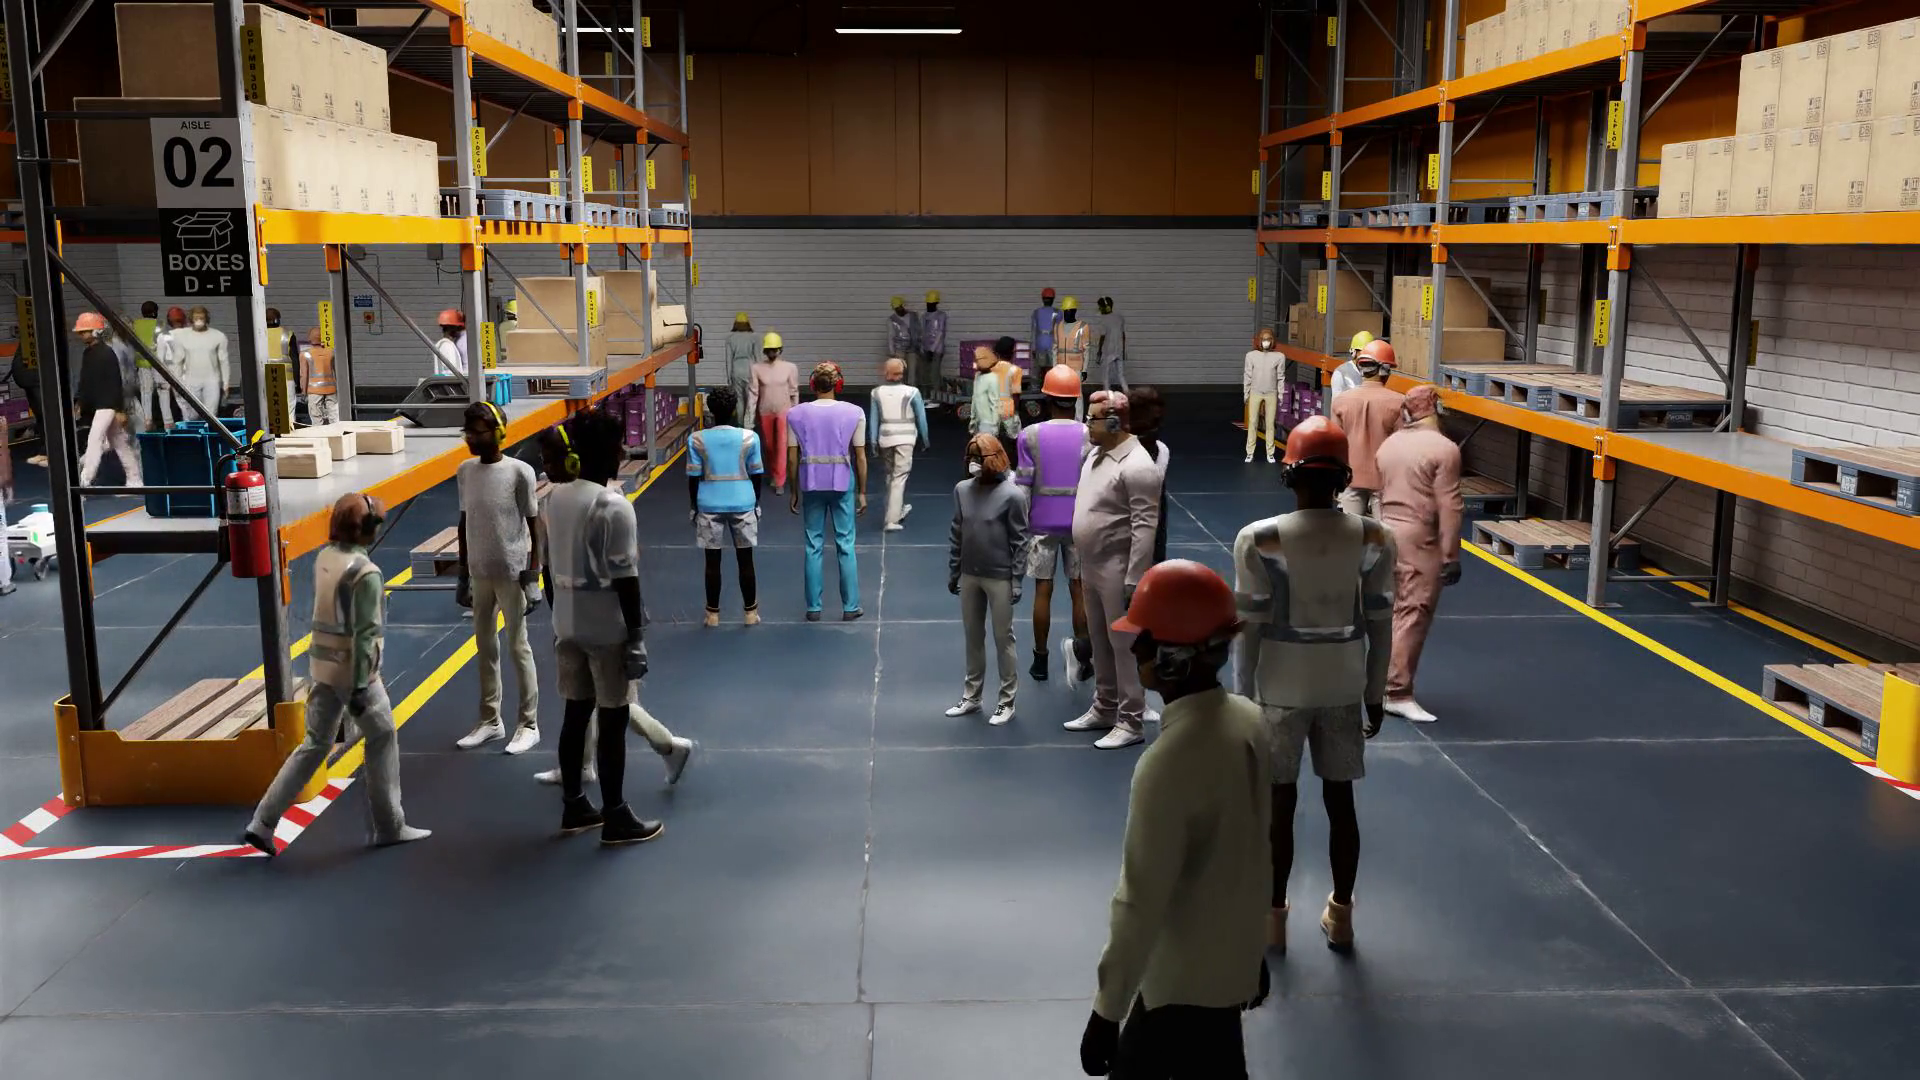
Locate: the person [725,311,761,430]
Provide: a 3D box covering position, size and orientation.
[{"bbox_3d":[-3.010,-2.310,23.063,0.500,1.725,0.610,0,10,-2],"label":"person"}]

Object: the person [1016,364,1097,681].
[{"bbox_3d":[0.619,-0.099,10.169,0.551,1.941,0.342,1,10,4],"label":"person"}]

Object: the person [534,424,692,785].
[{"bbox_3d":[-1.706,0.337,8.068,0.766,1.837,0.557,0,10,2],"label":"person"}]

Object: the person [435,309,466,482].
[{"bbox_3d":[-5.694,-1.624,18.685,0.373,1.935,0.552,-4,11,-21],"label":"person"}]

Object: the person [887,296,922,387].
[{"bbox_3d":[-0.901,-3.172,27.776,0.663,1.779,0.406,-4,11,-22],"label":"person"}]

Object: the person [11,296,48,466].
[{"bbox_3d":[-11.056,-1.901,19.940,0.688,2.000,0.536,9,14,42],"label":"person"}]

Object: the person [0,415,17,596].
[{"bbox_3d":[-7.354,-0.389,12.394,0.536,1.730,0.601,-6,12,-31],"label":"person"}]

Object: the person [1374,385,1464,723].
[{"bbox_3d":[2.597,0.062,9.498,0.494,1.871,0.717,-4,11,-20],"label":"person"}]

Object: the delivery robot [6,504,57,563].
[{"bbox_3d":[-7.436,-0.047,13.485,0.477,0.478,0.707,1,10,4],"label":"delivery robot"}]

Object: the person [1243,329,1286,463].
[{"bbox_3d":[3.693,-1.750,20.223,0.497,1.636,0.284,2,10,9],"label":"person"}]

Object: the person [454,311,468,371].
[{"bbox_3d":[-5.704,-1.664,18.994,0.400,1.907,0.645,-2,10,-11],"label":"person"}]

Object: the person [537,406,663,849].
[{"bbox_3d":[-1.608,0.386,7.409,0.612,1.962,0.367,8,13,39],"label":"person"}]

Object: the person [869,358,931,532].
[{"bbox_3d":[-0.549,-0.902,15.608,0.521,1.599,0.821,5,11,24],"label":"person"}]

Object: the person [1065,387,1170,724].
[{"bbox_3d":[0.900,0.059,9.455,0.739,1.888,0.611,10,14,43],"label":"person"}]

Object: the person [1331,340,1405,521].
[{"bbox_3d":[2.928,-0.419,11.832,0.608,1.986,0.391,6,12,31],"label":"person"}]

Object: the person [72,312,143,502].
[{"bbox_3d":[-9.015,-1.376,17.276,0.988,1.947,0.641,-9,14,-41],"label":"person"}]

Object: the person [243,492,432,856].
[{"bbox_3d":[-2.748,0.599,7.216,0.539,1.610,0.735,10,14,44],"label":"person"}]

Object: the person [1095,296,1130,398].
[{"bbox_3d":[2.407,-2.907,26.157,0.559,1.822,0.534,-8,13,-36],"label":"person"}]

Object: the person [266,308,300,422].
[{"bbox_3d":[-8.798,-2.062,21.409,0.621,1.838,0.429,-2,10,-10],"label":"person"}]

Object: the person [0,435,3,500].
[{"bbox_3d":[-6.809,-0.213,11.231,0.505,1.801,0.692,8,13,37],"label":"person"}]

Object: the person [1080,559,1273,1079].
[{"bbox_3d":[0.477,1.005,4.017,1.008,1.937,0.642,5,11,26],"label":"person"}]

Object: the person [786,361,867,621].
[{"bbox_3d":[-0.942,-0.335,11.752,0.564,1.846,0.392,0,10,2],"label":"person"}]

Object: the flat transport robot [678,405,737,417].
[{"bbox_3d":[-4.026,-1.929,25.026,0.652,0.197,1.431,6,12,30],"label":"flat transport robot"}]

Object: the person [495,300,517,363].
[{"bbox_3d":[-6.452,-2.562,24.199,0.591,1.833,0.403,5,11,26],"label":"person"}]

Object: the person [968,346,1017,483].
[{"bbox_3d":[0.307,-1.201,17.202,0.611,1.615,0.510,-4,11,-19],"label":"person"}]

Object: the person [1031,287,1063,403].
[{"bbox_3d":[1.468,-3.242,27.698,0.552,1.935,0.376,4,11,21],"label":"person"}]

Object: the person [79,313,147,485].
[{"bbox_3d":[-9.243,-1.514,18.156,0.844,1.912,0.636,-4,11,-21],"label":"person"}]

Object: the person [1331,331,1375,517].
[{"bbox_3d":[3.893,-1.119,16.200,0.586,1.824,0.403,-4,11,-21],"label":"person"}]

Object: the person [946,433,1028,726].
[{"bbox_3d":[0.146,0.214,9.287,0.508,1.632,0.270,8,13,37],"label":"person"}]

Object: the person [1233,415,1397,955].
[{"bbox_3d":[1.307,0.554,6.256,0.607,2.044,0.375,-1,10,-4],"label":"person"}]

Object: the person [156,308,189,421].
[{"bbox_3d":[-10.022,-2.057,21.402,0.961,1.825,0.566,8,13,38],"label":"person"}]

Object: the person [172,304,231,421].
[{"bbox_3d":[-9.275,-1.925,20.395,0.643,1.927,0.651,-3,11,-18],"label":"person"}]

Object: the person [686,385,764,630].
[{"bbox_3d":[-1.623,-0.219,11.524,0.533,1.697,0.322,-1,10,-7],"label":"person"}]

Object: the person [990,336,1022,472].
[{"bbox_3d":[0.459,-1.409,18.307,0.540,1.652,0.901,7,12,34],"label":"person"}]

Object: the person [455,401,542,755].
[{"bbox_3d":[-2.432,0.197,8.739,0.534,1.864,0.310,4,11,22],"label":"person"}]

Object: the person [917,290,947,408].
[{"bbox_3d":[-0.503,-3.069,26.824,0.520,1.911,0.591,-9,14,-42],"label":"person"}]

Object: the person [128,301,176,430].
[{"bbox_3d":[-11.511,-2.488,23.766,0.634,1.840,0.429,0,10,1],"label":"person"}]

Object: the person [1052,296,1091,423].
[{"bbox_3d":[1.526,-2.410,23.090,0.589,1.927,0.368,7,12,33],"label":"person"}]

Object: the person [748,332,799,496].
[{"bbox_3d":[-2.001,-1.384,17.942,0.534,1.733,0.865,0,10,0],"label":"person"}]

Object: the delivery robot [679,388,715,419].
[{"bbox_3d":[-3.752,-1.963,24.159,0.707,0.478,0.477,8,13,38],"label":"delivery robot"}]

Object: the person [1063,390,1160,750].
[{"bbox_3d":[0.791,0.154,8.871,0.404,1.904,0.652,-4,11,-21],"label":"person"}]

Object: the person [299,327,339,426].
[{"bbox_3d":[-7.857,-1.795,20.474,0.523,1.636,0.311,-9,13,-40],"label":"person"}]
